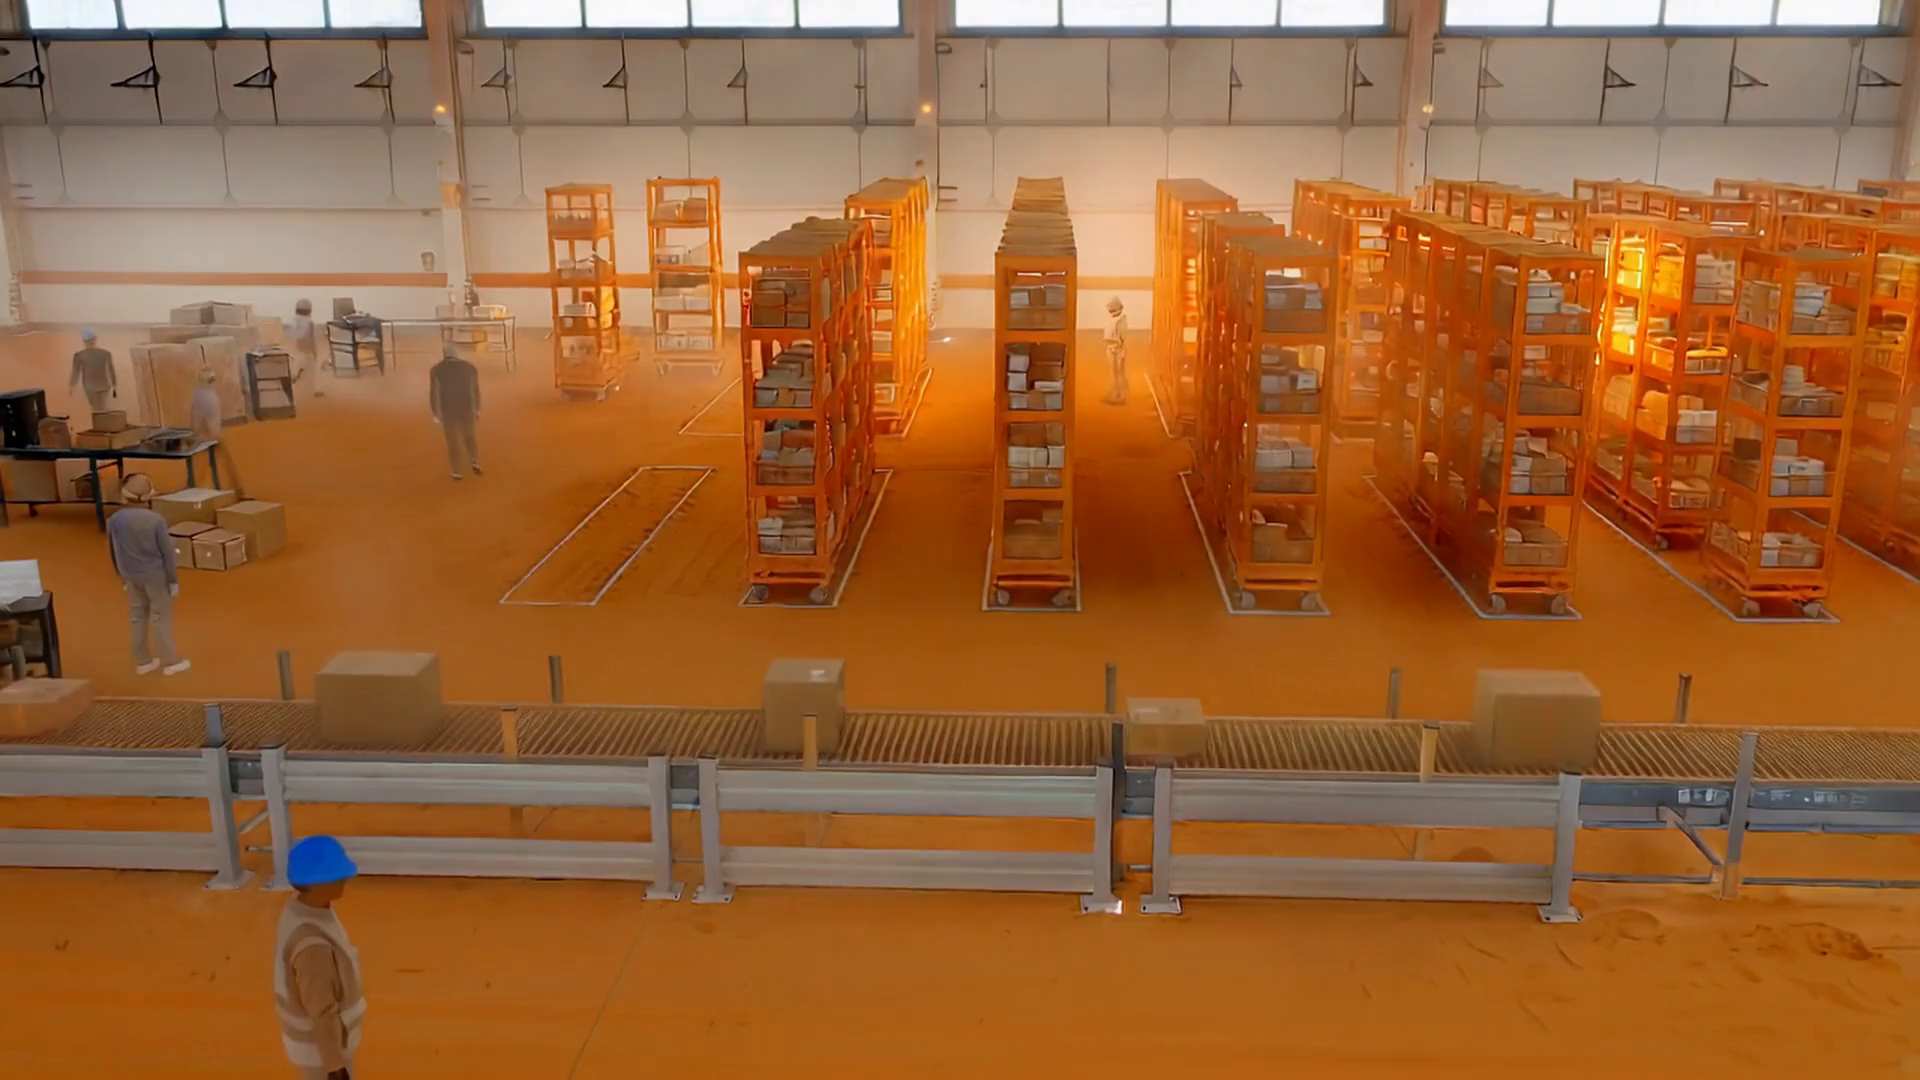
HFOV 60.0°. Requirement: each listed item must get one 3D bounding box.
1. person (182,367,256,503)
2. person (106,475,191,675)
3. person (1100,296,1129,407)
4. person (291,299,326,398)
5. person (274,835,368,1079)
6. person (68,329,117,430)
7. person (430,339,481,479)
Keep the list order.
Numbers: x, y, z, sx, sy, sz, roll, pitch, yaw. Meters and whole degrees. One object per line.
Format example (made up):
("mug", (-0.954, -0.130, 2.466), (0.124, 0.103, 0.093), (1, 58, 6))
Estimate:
("person", (-9.497, -1.303, 20.994), (0.937, 1.785, 0.596), (-1, 15, -4))
("person", (-7.267, 0.315, 14.896), (0.601, 1.831, 0.404), (3, 15, 11))
("person", (2.586, -3.148, 27.746), (0.404, 1.836, 0.590), (-5, 16, -18))
("person", (-11.188, -3.243, 28.296), (0.493, 1.712, 0.648), (8, 17, 28))
("person", (-2.856, 2.242, 7.525), (0.406, 1.945, 0.614), (-8, 17, -26))
("person", (-12.912, -2.280, 24.786), (0.928, 1.694, 0.570), (9, 18, 31))
("person", (-6.823, -1.762, 22.491), (0.643, 1.895, 0.414), (-9, 18, -31))
